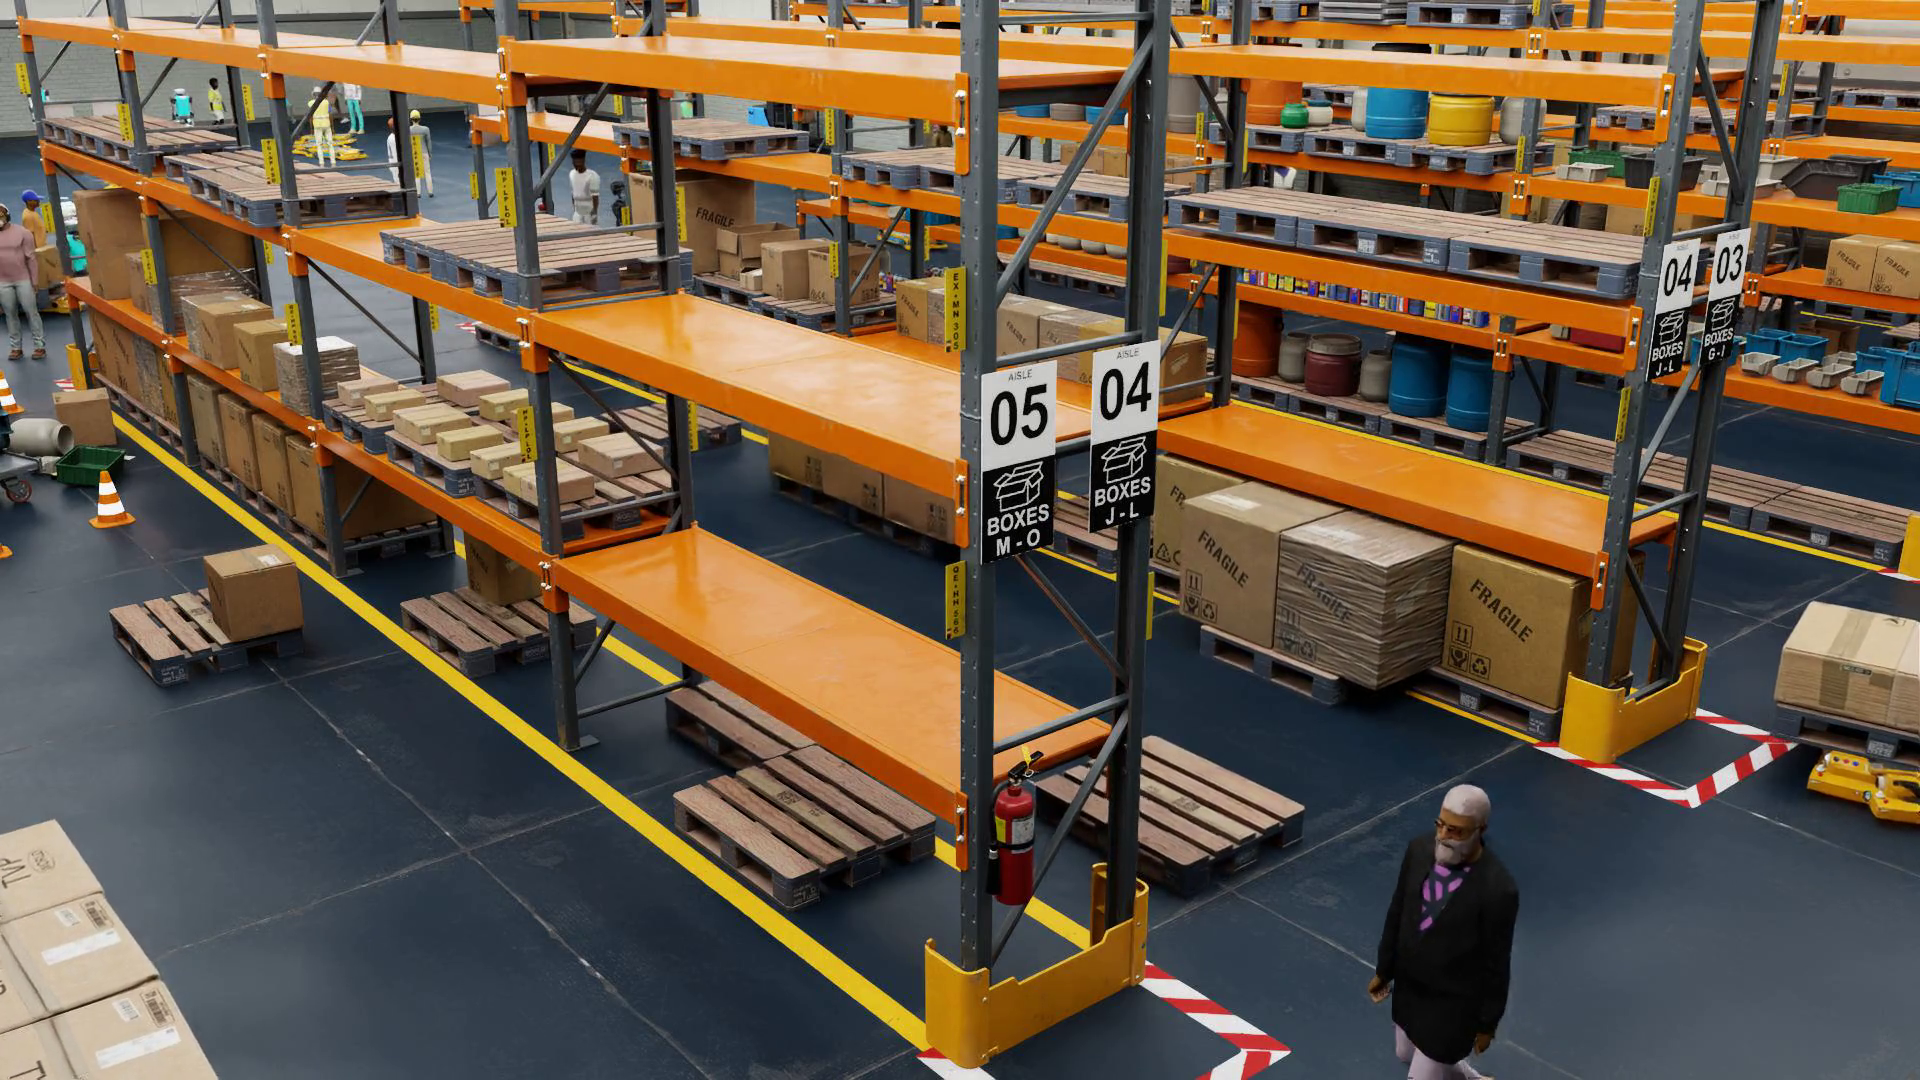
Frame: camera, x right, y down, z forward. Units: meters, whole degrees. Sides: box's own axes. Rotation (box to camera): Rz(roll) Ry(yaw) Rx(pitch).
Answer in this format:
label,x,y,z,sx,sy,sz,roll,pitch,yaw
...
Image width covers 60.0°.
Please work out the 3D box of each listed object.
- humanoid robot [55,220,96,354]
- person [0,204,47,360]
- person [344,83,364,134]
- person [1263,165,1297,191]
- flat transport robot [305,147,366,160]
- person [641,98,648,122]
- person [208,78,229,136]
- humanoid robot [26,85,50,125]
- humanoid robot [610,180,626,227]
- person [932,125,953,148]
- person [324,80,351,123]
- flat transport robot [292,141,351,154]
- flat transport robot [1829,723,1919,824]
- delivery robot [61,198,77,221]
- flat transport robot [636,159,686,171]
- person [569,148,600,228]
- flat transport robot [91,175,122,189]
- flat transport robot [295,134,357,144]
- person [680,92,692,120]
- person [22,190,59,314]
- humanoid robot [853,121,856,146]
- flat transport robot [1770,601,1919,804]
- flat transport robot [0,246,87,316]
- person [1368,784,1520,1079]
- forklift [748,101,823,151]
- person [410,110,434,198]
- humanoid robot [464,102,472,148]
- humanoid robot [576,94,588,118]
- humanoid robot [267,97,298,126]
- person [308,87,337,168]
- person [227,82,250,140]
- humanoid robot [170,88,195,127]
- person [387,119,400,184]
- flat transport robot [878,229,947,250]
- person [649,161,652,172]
label,x,y,z,sx,sy,sz,roll,pitch,yaw
humanoid robot,-10.510,-3.030,20.313,0.978,1.730,0.537,2,19,6
person,-11.661,-3.182,20.500,0.620,1.932,0.369,-4,20,-12
person,-17.034,-12.384,46.699,0.498,1.914,0.351,5,20,13
person,5.243,-5.521,27.368,0.586,1.778,0.937,-4,20,-11
flat transport robot,-15.454,-9.564,41.154,1.431,0.231,0.659,11,22,28
person,-8.529,-12.102,45.931,0.563,1.895,0.362,-4,20,-12
person,-19.835,-11.534,44.640,0.762,1.664,0.546,-2,19,-5
humanoid robot,-23.022,-10.574,41.843,0.537,1.783,0.861,-18,26,-41
humanoid robot,-4.929,-4.489,24.605,0.394,1.641,0.601,2,19,5
person,-0.321,-7.647,33.458,0.584,1.751,0.449,-17,26,-41
person,-18.632,-13.286,49.405,0.504,1.825,0.978,18,26,41
flat transport robot,-16.278,-9.962,42.287,0.659,0.231,1.431,9,21,24
flat transport robot,5.789,1.337,10.132,0.659,0.231,1.431,5,20,15
delivery robot,-16.360,-5.977,30.506,0.790,0.589,0.499,-4,20,-12
flat transport robot,-7.039,-8.710,38.725,1.431,0.231,0.659,4,20,12
person,-5.898,-5.137,26.032,0.631,1.940,0.580,10,22,27
flat transport robot,-17.916,-7.716,35.895,0.659,0.231,1.431,-2,19,-6
flat transport robot,-16.878,-10.664,44.287,1.431,0.231,0.659,-2,19,-6
person,-6.248,-9.527,38.533,0.502,1.954,0.629,5,20,15
person,-12.807,-4.012,23.168,0.354,1.718,0.445,-6,20,-17
humanoid robot,-2.437,-7.823,34.010,0.910,1.769,0.544,-1,19,-3
flat transport robot,5.729,1.282,10.286,0.659,0.231,1.431,13,23,33
flat transport robot,-13.076,-3.338,23.435,1.431,0.231,0.659,-1,19,-3
person,1.926,1.764,6.554,0.847,1.832,0.531,-10,22,-27
forklift,-4.526,-11.368,42.374,1.129,2.768,1.873,-15,24,-37
person,-11.183,-7.974,34.371,0.533,1.767,0.315,-11,22,-28
humanoid robot,-12.659,-11.075,43.433,0.585,1.646,0.788,8,21,22
humanoid robot,-10.097,-11.588,44.807,0.628,1.635,0.600,-5,20,-14
humanoid robot,-20.063,-13.140,49.161,0.534,1.774,0.993,16,25,38
person,-14.843,-9.566,38.714,0.533,1.893,0.398,-8,21,-22
person,-18.146,-10.671,41.923,0.392,1.848,0.777,-1,19,-4
humanoid robot,-19.058,-10.114,40.534,0.949,1.769,0.545,15,24,36
person,-10.585,-6.989,31.396,0.357,1.882,0.573,-6,20,-17
flat transport robot,-0.831,-5.202,28.740,0.659,0.231,1.431,-10,22,-26
person,-6.042,-7.557,33.218,0.322,1.742,0.481,8,21,20
